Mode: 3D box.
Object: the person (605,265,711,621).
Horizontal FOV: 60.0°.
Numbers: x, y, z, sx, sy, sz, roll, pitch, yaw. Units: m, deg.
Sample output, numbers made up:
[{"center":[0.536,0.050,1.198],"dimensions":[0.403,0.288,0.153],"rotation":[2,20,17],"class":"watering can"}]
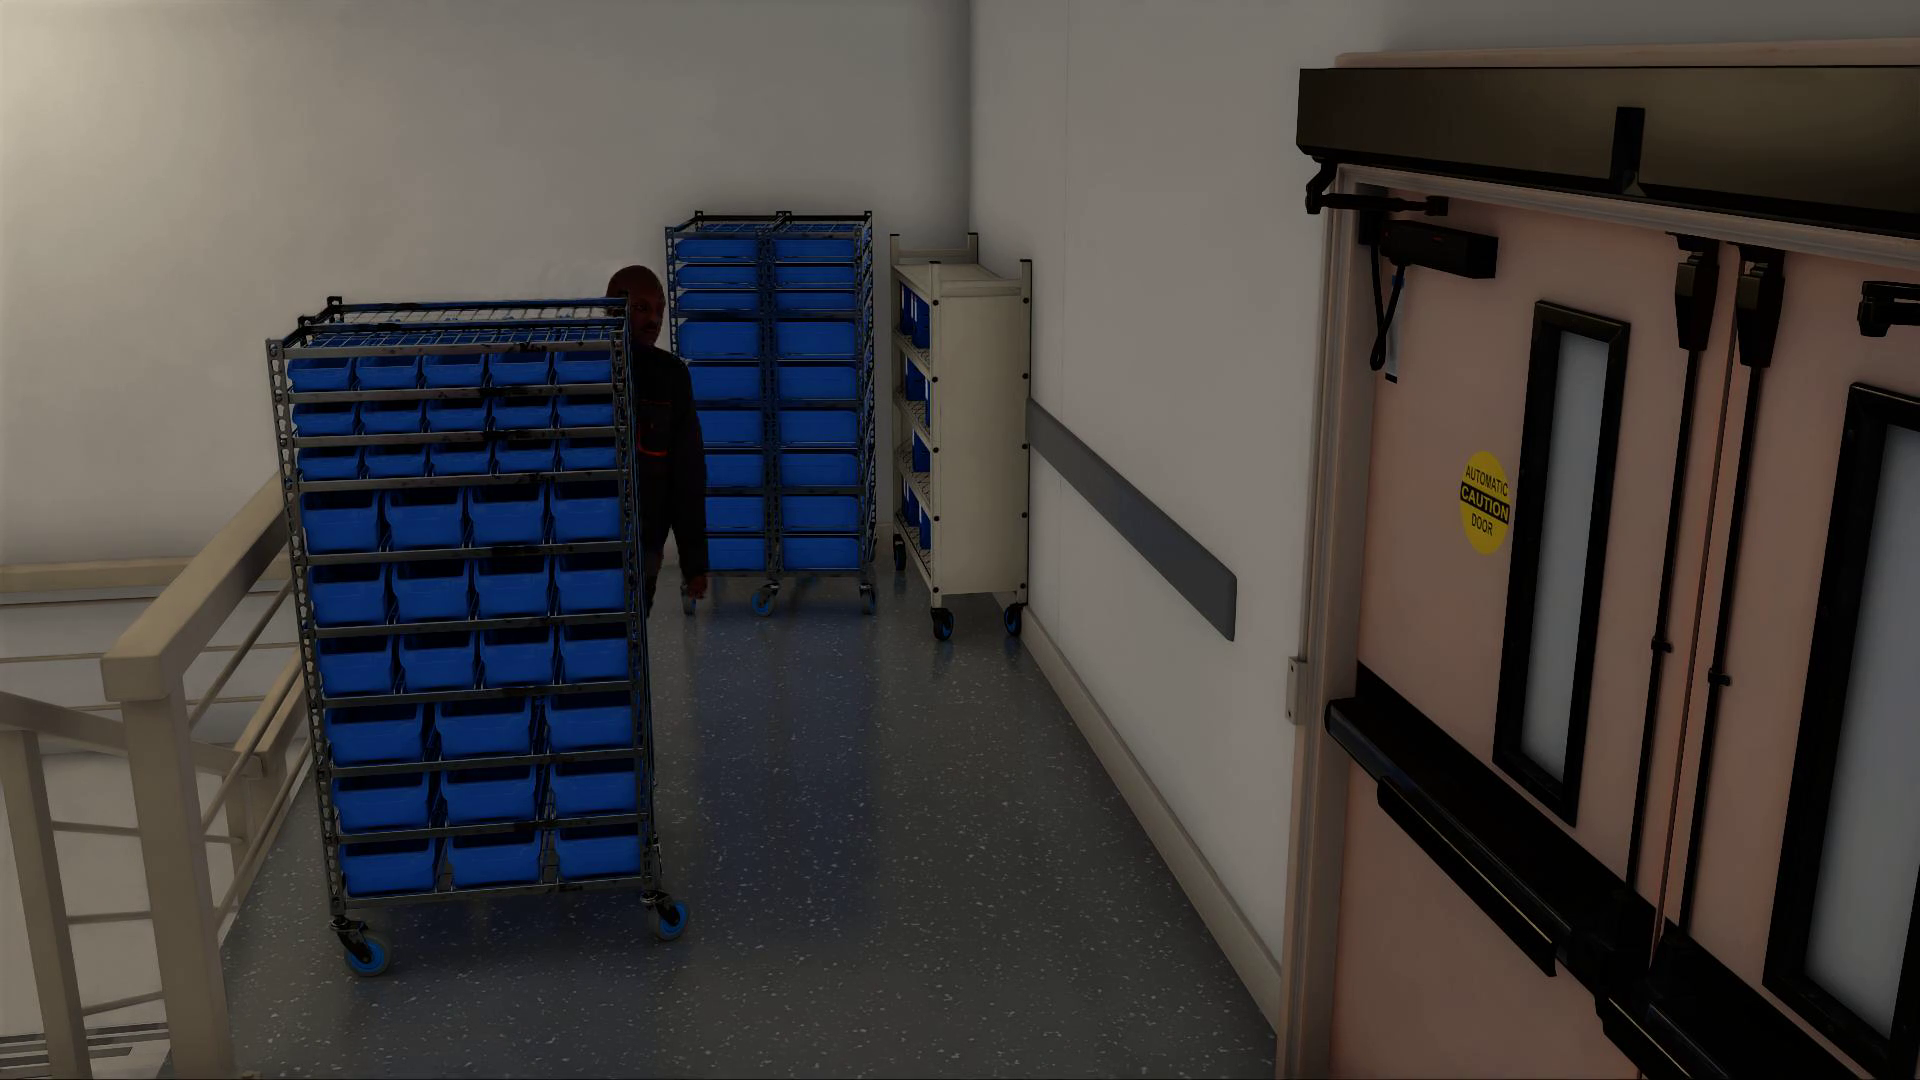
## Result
[{"center":[-1.204,-0.021,5.536],"dimensions":[0.833,1.784,0.902],"rotation":[-5,16,-16],"class":"person"}]
